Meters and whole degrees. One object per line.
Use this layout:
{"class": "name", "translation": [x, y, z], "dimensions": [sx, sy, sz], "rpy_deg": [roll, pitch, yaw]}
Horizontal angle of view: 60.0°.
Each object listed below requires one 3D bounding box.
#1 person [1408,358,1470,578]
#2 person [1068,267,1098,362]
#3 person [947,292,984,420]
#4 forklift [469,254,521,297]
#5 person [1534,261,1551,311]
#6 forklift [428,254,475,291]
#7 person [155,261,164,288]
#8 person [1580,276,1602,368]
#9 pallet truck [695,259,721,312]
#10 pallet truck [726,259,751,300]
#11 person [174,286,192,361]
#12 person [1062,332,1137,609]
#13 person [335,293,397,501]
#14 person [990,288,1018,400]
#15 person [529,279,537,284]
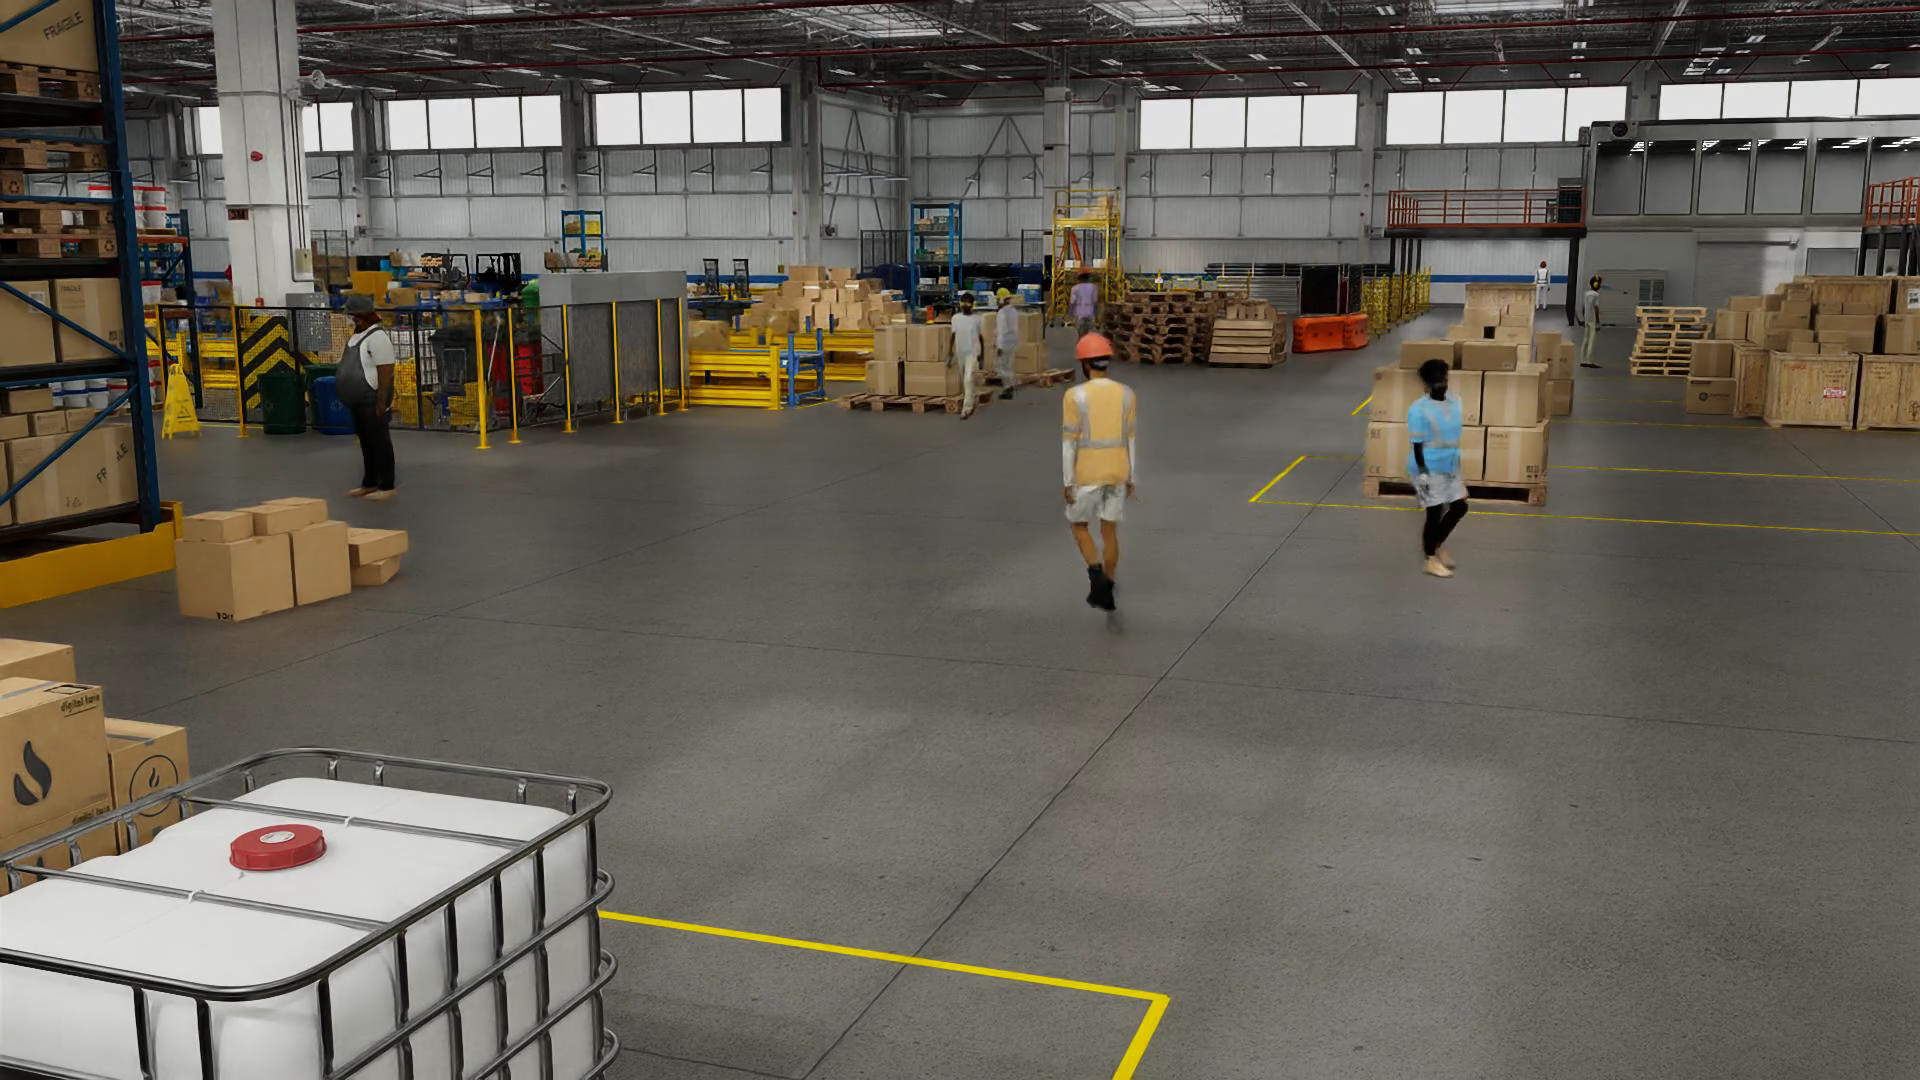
{"class": "person", "translation": [3.592, -0.538, 12.523], "dimensions": [0.572, 1.667, 0.333], "rpy_deg": [-6, 12, -32]}
{"class": "person", "translation": [2.617, -4.826, 35.654], "dimensions": [0.628, 2.020, 0.684], "rpy_deg": [-3, 11, -17]}
{"class": "person", "translation": [0.112, -2.673, 24.066], "dimensions": [0.518, 1.842, 0.830], "rpy_deg": [4, 11, 22]}
{"class": "forklift", "translation": [-17.990, -10.121, 64.684], "dimensions": [1.157, 1.987, 2.680], "rpy_deg": [3, 11, 17]}
{"class": "person", "translation": [22.067, -9.618, 63.040], "dimensions": [0.585, 1.882, 0.343], "rpy_deg": [3, 11, 18]}
{"class": "forklift", "translation": [-20.133, -10.254, 65.465], "dimensions": [1.157, 1.987, 2.680], "rpy_deg": [3, 11, 19]}
{"class": "person", "translation": [-33.782, -10.895, 70.409], "dimensions": [0.409, 1.831, 0.574], "rpy_deg": [1, 10, 3]}
{"class": "person", "translation": [12.872, -4.425, 33.861], "dimensions": [0.329, 1.865, 0.511], "rpy_deg": [-2, 10, -12]}
{"class": "pallet truck", "translation": [-9.165, -9.627, 62.776], "dimensions": [0.823, 1.965, 1.885], "rpy_deg": [4, 11, 23]}
{"class": "pallet truck", "translation": [-7.986, -9.493, 62.019], "dimensions": [0.823, 1.965, 1.885], "rpy_deg": [3, 11, 17]}
{"class": "person", "translation": [-15.598, -4.251, 33.382], "dimensions": [0.381, 1.678, 0.548], "rpy_deg": [3, 11, 18]}
{"class": "person", "translation": [0.956, -0.451, 11.329], "dimensions": [0.568, 1.916, 0.547], "rpy_deg": [-3, 11, -18]}
{"class": "person", "translation": [-5.848, -1.402, 16.330], "dimensions": [0.536, 2.000, 0.688], "rpy_deg": [-8, 13, -39]}
{"class": "person", "translation": [0.726, -3.153, 26.824], "dimensions": [0.426, 1.813, 0.613], "rpy_deg": [5, 11, 25]}
{"class": "person", "translation": [-9.644, -5.117, 38.139], "dimensions": [0.813, 1.738, 0.522], "rpy_deg": [3, 10, 16]}
